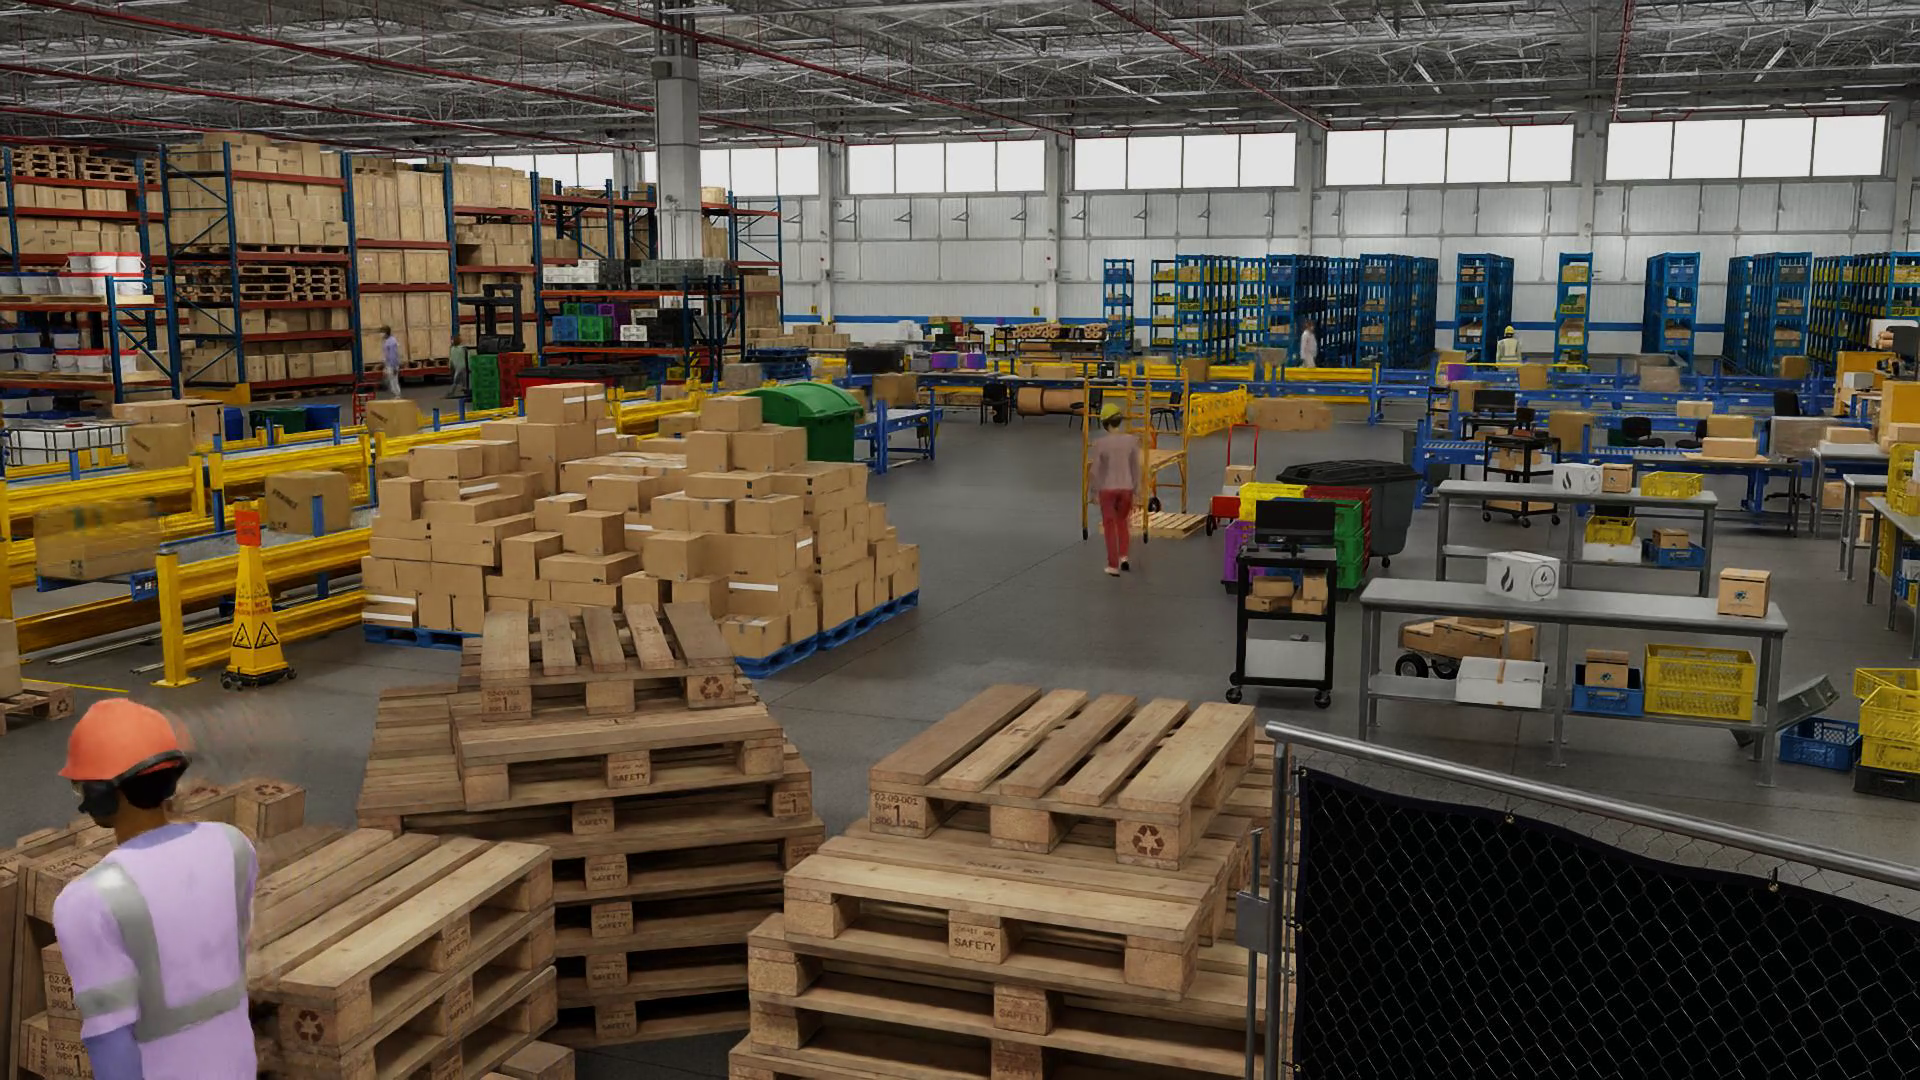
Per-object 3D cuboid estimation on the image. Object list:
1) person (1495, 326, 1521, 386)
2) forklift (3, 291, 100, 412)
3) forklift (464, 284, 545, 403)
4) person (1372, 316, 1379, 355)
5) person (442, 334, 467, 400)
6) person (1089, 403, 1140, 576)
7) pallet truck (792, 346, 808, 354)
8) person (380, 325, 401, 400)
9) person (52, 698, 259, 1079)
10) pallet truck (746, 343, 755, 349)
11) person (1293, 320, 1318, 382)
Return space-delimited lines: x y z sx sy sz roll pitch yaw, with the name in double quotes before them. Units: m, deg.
"person" 12.973 -4.145 39.397 0.599 1.830 0.404 0 9 0
"forklift" -20.225 -4.266 36.877 1.873 2.768 1.129 1 9 4
"forklift" -10.832 -4.702 39.610 1.129 2.768 1.873 3 10 20
"person" 13.120 -6.330 52.654 0.415 1.985 0.611 3 10 20
"person" -12.283 -4.193 40.433 0.519 1.584 0.850 9 12 43
"person" 1.557 -0.511 16.830 0.540 1.743 0.414 -3 9 -16
"pallet truck" -3.705 -4.298 42.022 0.653 1.274 1.630 3 10 20
"person" -12.956 -3.944 37.864 0.462 1.916 0.674 -6 11 -35
"person" -1.987 1.382 4.262 1.068 1.982 0.636 4 10 22
"pallet truck" -6.183 -4.618 44.264 1.601 1.201 0.680 -9 12 -43
"person" 9.109 -4.818 43.548 0.978 1.865 0.659 4 10 26
